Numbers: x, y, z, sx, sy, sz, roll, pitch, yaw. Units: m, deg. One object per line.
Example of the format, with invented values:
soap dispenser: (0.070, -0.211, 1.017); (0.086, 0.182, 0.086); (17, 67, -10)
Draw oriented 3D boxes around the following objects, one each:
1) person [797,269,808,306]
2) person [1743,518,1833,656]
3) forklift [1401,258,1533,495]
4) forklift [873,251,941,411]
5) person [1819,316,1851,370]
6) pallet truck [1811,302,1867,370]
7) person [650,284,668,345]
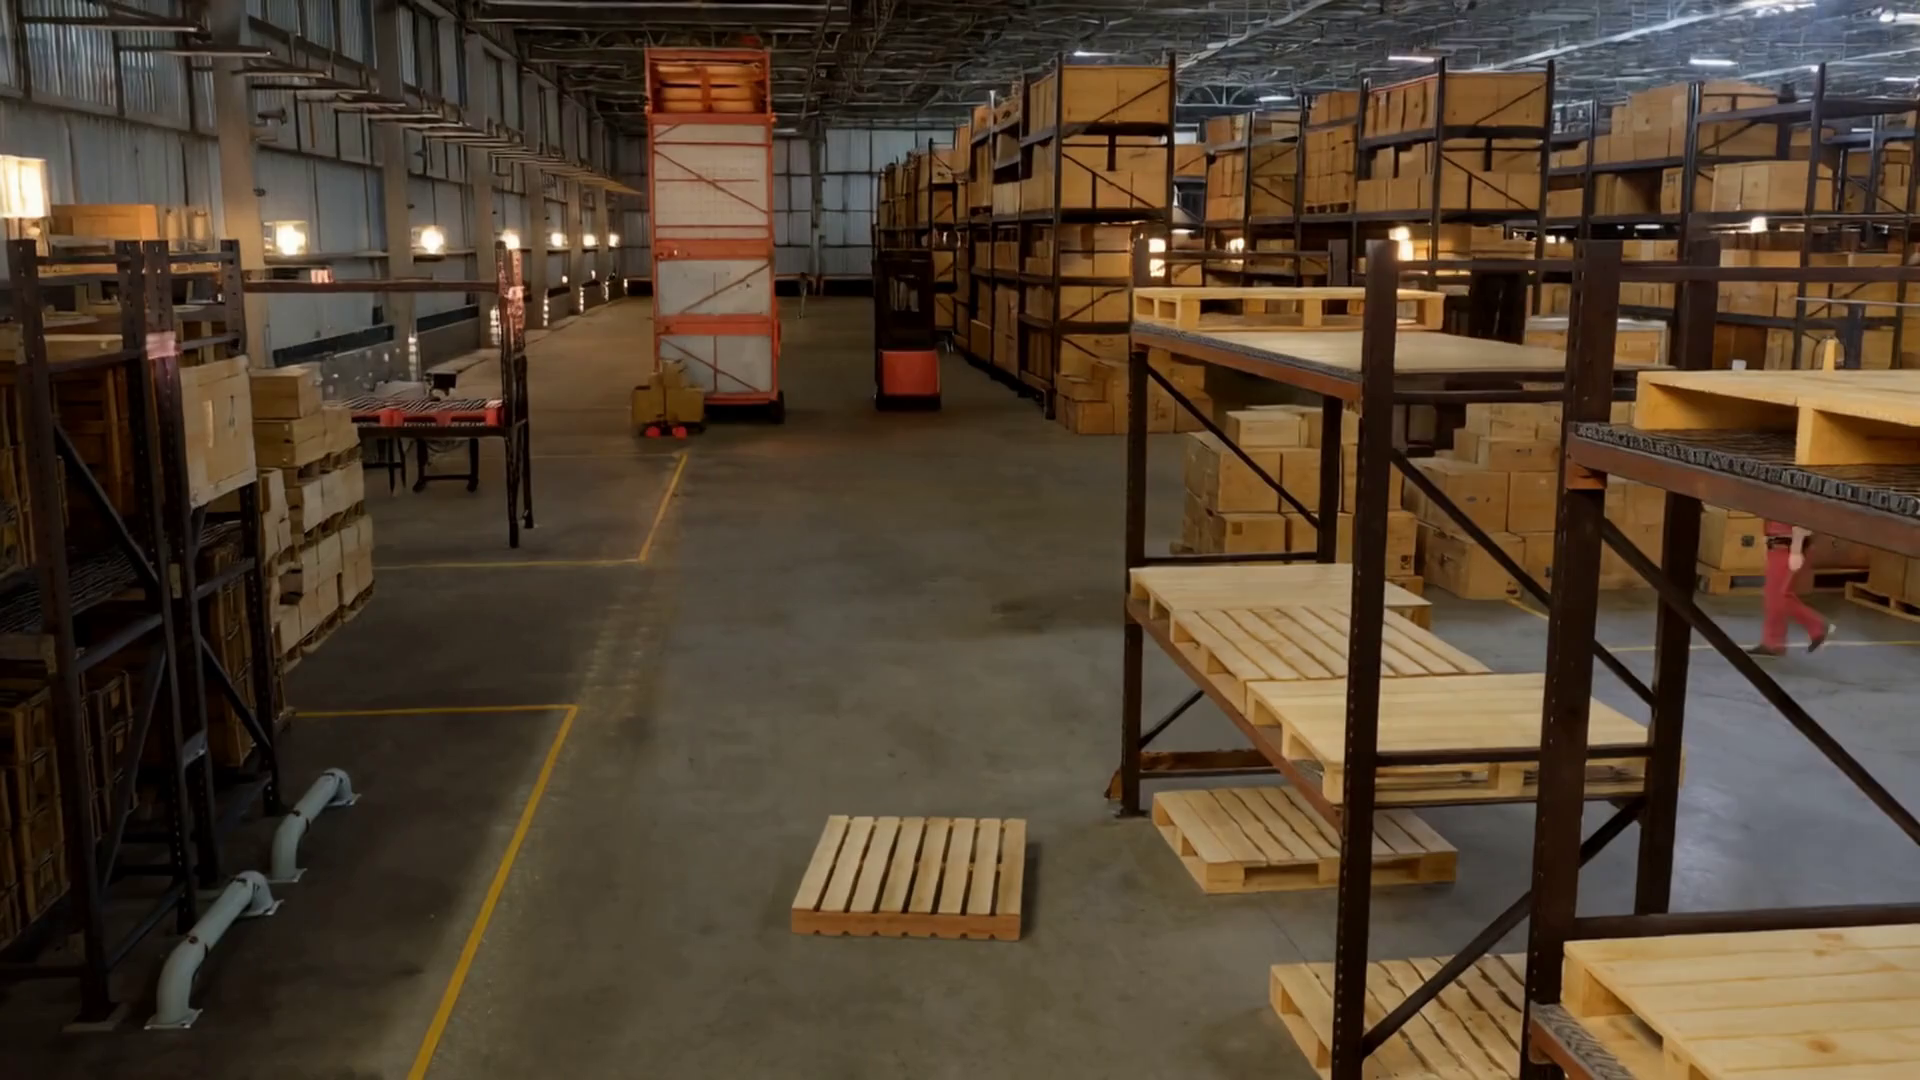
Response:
person: (-7.294, -11.691, 76.954); (0.498, 1.728, 0.719); (-3, 11, -15)
person: (6.024, 0.068, 12.039); (0.480, 1.627, 0.518); (3, 11, 17)
forklift: (6.125, -1.819, 19.015); (1.873, 2.768, 1.129); (-1, 10, -6)
forklift: (-0.956, -3.785, 29.904); (1.129, 2.768, 1.873); (-1, 10, -6)
person: (13.041, -2.387, 24.860); (0.587, 1.911, 0.397); (-10, 14, -43)
pallet truck: (15.846, -3.142, 28.793); (1.885, 1.965, 0.823); (2, 10, 12)
person: (-8.566, -6.601, 48.312); (0.872, 1.875, 0.639); (-1, 10, -3)
